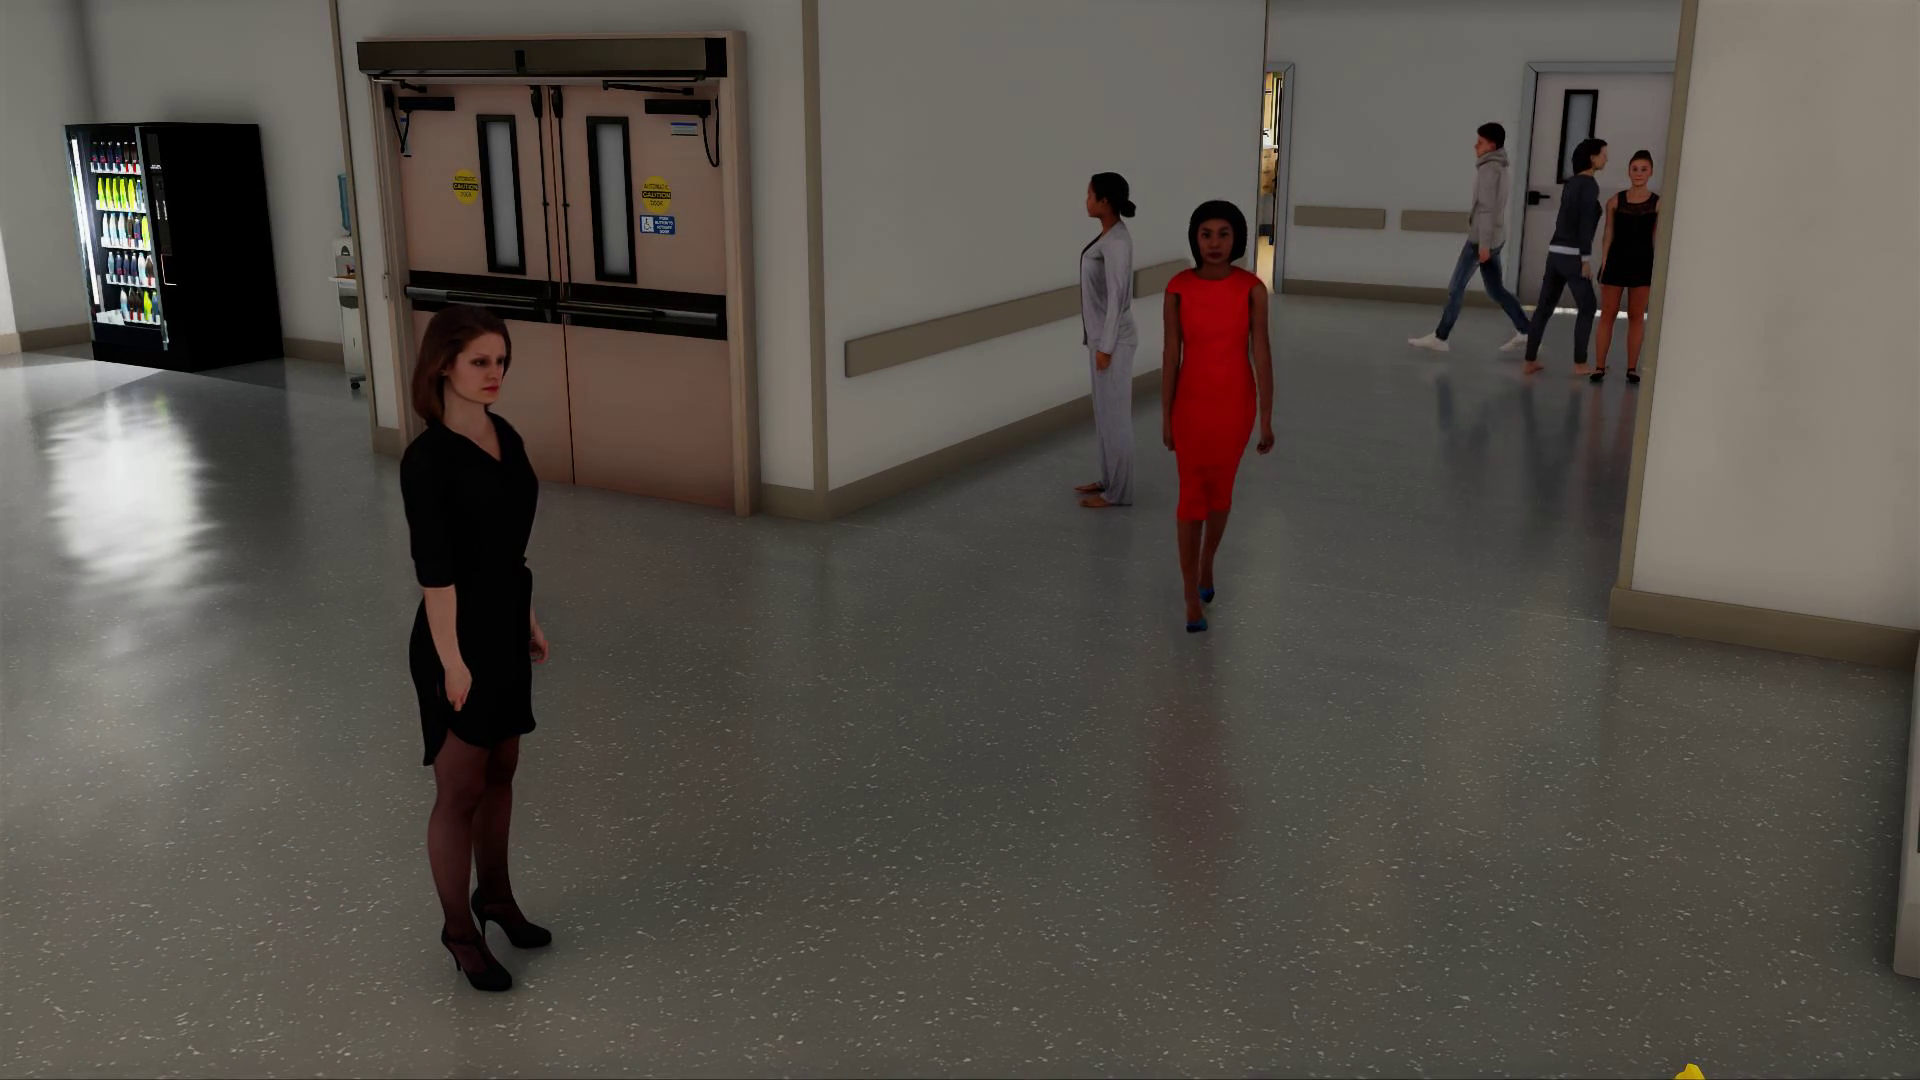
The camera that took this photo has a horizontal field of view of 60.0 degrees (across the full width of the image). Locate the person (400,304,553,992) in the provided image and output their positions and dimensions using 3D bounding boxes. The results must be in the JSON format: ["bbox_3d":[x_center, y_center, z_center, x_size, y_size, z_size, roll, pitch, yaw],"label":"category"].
[{"bbox_3d":[-1.202,0.267,4.110,0.586,1.705,0.638,4,16,15],"label":"person"}]

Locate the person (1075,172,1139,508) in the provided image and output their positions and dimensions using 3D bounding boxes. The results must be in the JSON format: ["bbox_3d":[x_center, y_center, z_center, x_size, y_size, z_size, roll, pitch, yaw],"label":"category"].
[{"bbox_3d":[0.793,-1.055,8.740,0.708,1.736,0.712,0,16,-1],"label":"person"}]

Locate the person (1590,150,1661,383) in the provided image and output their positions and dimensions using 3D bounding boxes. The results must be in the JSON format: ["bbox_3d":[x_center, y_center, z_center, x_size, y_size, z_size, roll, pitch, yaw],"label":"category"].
[{"bbox_3d":[4.925,-2.009,12.240,0.566,1.674,0.685,5,16,16],"label":"person"}]

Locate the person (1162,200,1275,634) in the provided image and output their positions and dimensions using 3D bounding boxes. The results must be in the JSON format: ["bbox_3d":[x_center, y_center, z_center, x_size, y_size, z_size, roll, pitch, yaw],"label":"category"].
[{"bbox_3d":[1.043,-0.503,6.844,1.092,1.703,0.962,1,16,4],"label":"person"}]

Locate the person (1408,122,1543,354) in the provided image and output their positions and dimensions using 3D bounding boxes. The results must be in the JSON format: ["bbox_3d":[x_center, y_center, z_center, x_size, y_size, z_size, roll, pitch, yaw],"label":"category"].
[{"bbox_3d":[4.238,-2.317,13.099,1.265,1.800,0.772,7,17,24],"label":"person"}]

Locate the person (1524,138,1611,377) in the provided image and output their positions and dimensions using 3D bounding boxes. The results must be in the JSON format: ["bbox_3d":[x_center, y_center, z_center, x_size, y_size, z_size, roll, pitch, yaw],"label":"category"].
[{"bbox_3d":[4.500,-2.099,12.422,0.917,1.748,0.849,-5,16,-16],"label":"person"}]
